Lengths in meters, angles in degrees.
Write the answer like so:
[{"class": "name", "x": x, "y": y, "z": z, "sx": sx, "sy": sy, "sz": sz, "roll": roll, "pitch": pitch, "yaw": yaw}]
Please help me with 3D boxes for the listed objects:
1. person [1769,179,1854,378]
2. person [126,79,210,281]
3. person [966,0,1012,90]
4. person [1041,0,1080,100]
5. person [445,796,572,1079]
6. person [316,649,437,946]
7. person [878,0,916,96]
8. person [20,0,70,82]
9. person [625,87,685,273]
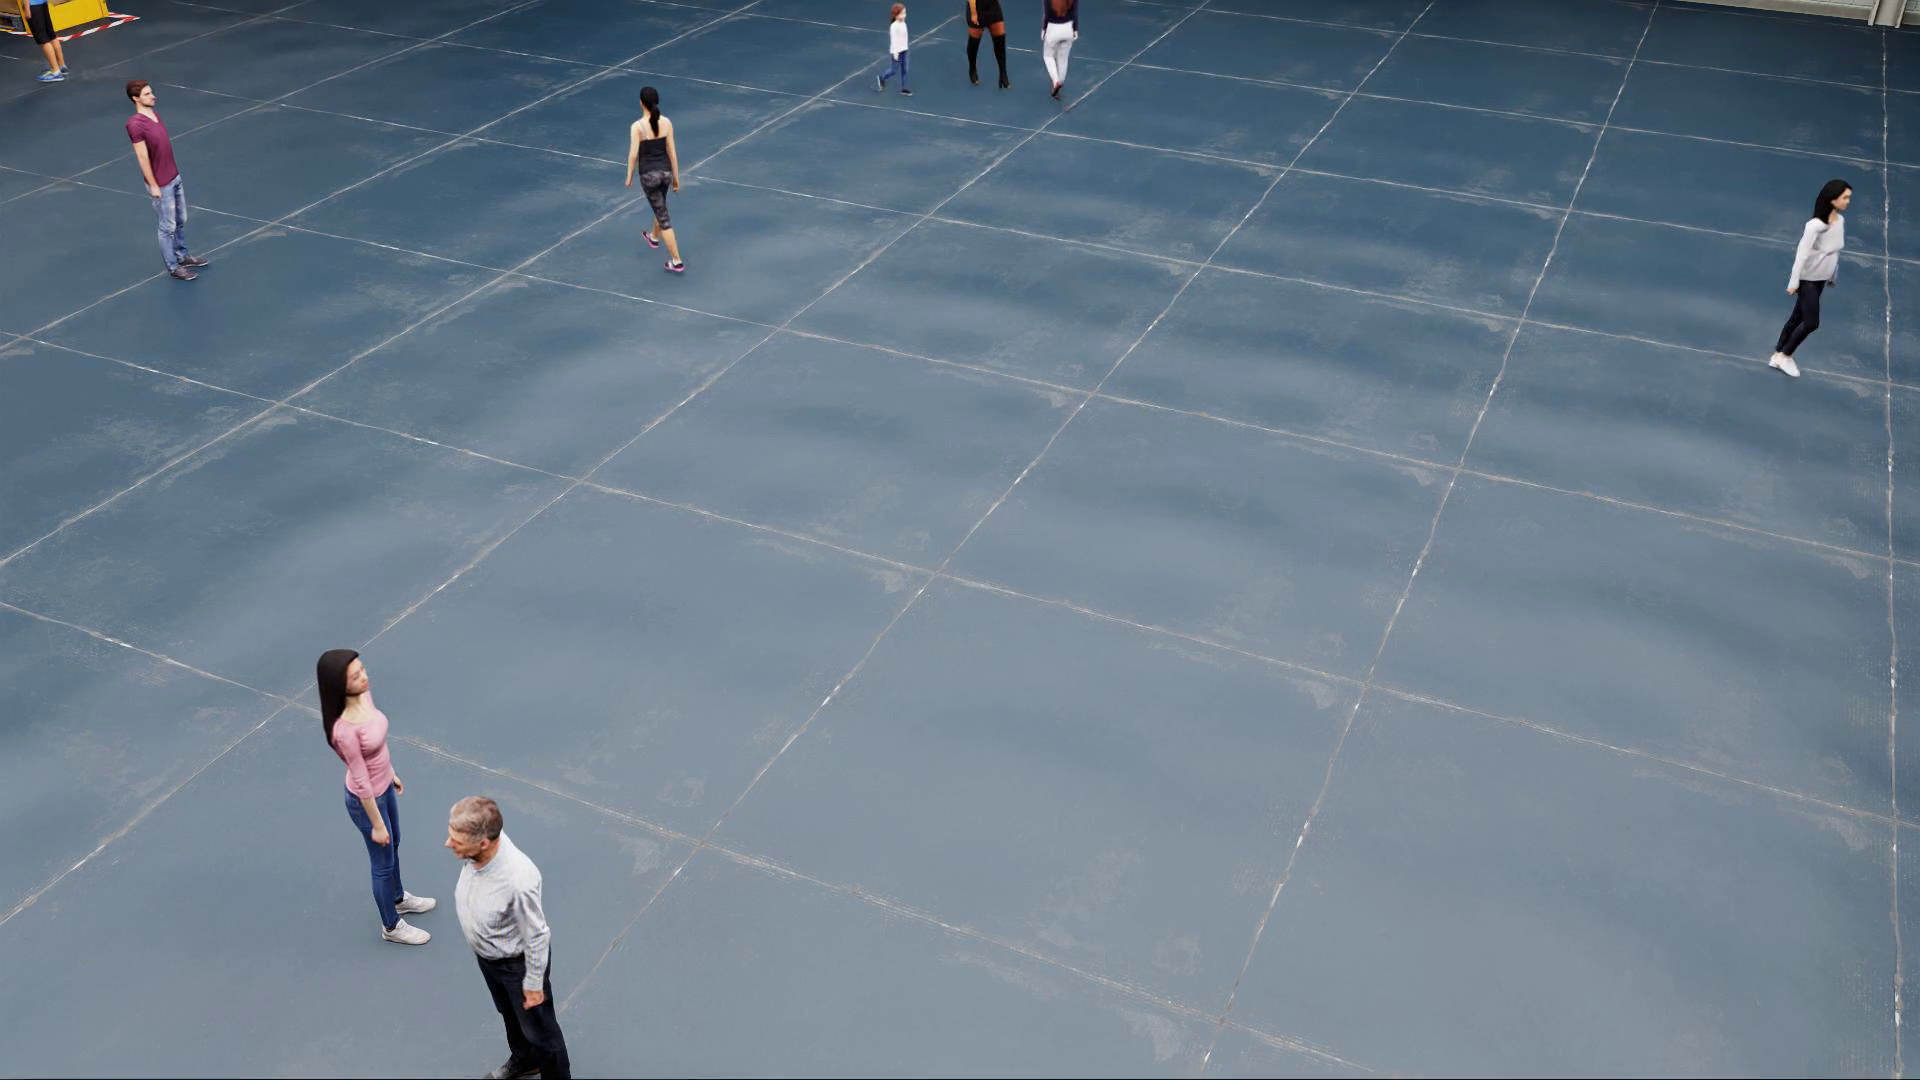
[{"class": "person", "x": 6.967, "y": -2.188, "z": 13.771, "sx": 0.738, "sy": 1.693, "sz": 0.740, "roll": -22, "pitch": 39, "yaw": -31}, {"class": "person", "x": -7.449, "y": -3.379, "z": 15.506, "sx": 0.718, "sy": 1.855, "sz": 0.736, "roll": -1, "pitch": 32, "yaw": -2}, {"class": "person", "x": 0.233, "y": -6.493, "z": 20.476, "sx": 1.004, "sy": 1.820, "sz": 1.119, "roll": -15, "pitch": 35, "yaw": -22}, {"class": "person", "x": 1.206, "y": -6.090, "z": 20.046, "sx": 0.794, "sy": 1.597, "sz": 0.849, "roll": -6, "pitch": 33, "yaw": -9}, {"class": "person", "x": -1.975, "y": 1.811, "z": 7.317, "sx": 0.617, "sy": 1.816, "sz": 0.778, "roll": 27, "pitch": 41, "yaw": 36}, {"class": "person", "x": -2.911, "y": 1.262, "z": 8.255, "sx": 0.664, "sy": 1.743, "sz": 0.646, "roll": -3, "pitch": 32, "yaw": -4}, {"class": "person", "x": -0.792, "y": -6.016, "z": 20.392, "sx": 0.749, "sy": 1.102, "sz": 0.530, "roll": 21, "pitch": 38, "yaw": 30}, {"class": "person", "x": -11.557, "y": -6.701, "z": 20.763, "sx": 0.716, "sy": 1.867, "sz": 0.701, "roll": -3, "pitch": 32, "yaw": -5}, {"class": "person", "x": -2.801, "y": -3.336, "z": 15.591, "sx": 0.899, "sy": 1.692, "sz": 1.163, "roll": -24, "pitch": 40, "yaw": -33}]
